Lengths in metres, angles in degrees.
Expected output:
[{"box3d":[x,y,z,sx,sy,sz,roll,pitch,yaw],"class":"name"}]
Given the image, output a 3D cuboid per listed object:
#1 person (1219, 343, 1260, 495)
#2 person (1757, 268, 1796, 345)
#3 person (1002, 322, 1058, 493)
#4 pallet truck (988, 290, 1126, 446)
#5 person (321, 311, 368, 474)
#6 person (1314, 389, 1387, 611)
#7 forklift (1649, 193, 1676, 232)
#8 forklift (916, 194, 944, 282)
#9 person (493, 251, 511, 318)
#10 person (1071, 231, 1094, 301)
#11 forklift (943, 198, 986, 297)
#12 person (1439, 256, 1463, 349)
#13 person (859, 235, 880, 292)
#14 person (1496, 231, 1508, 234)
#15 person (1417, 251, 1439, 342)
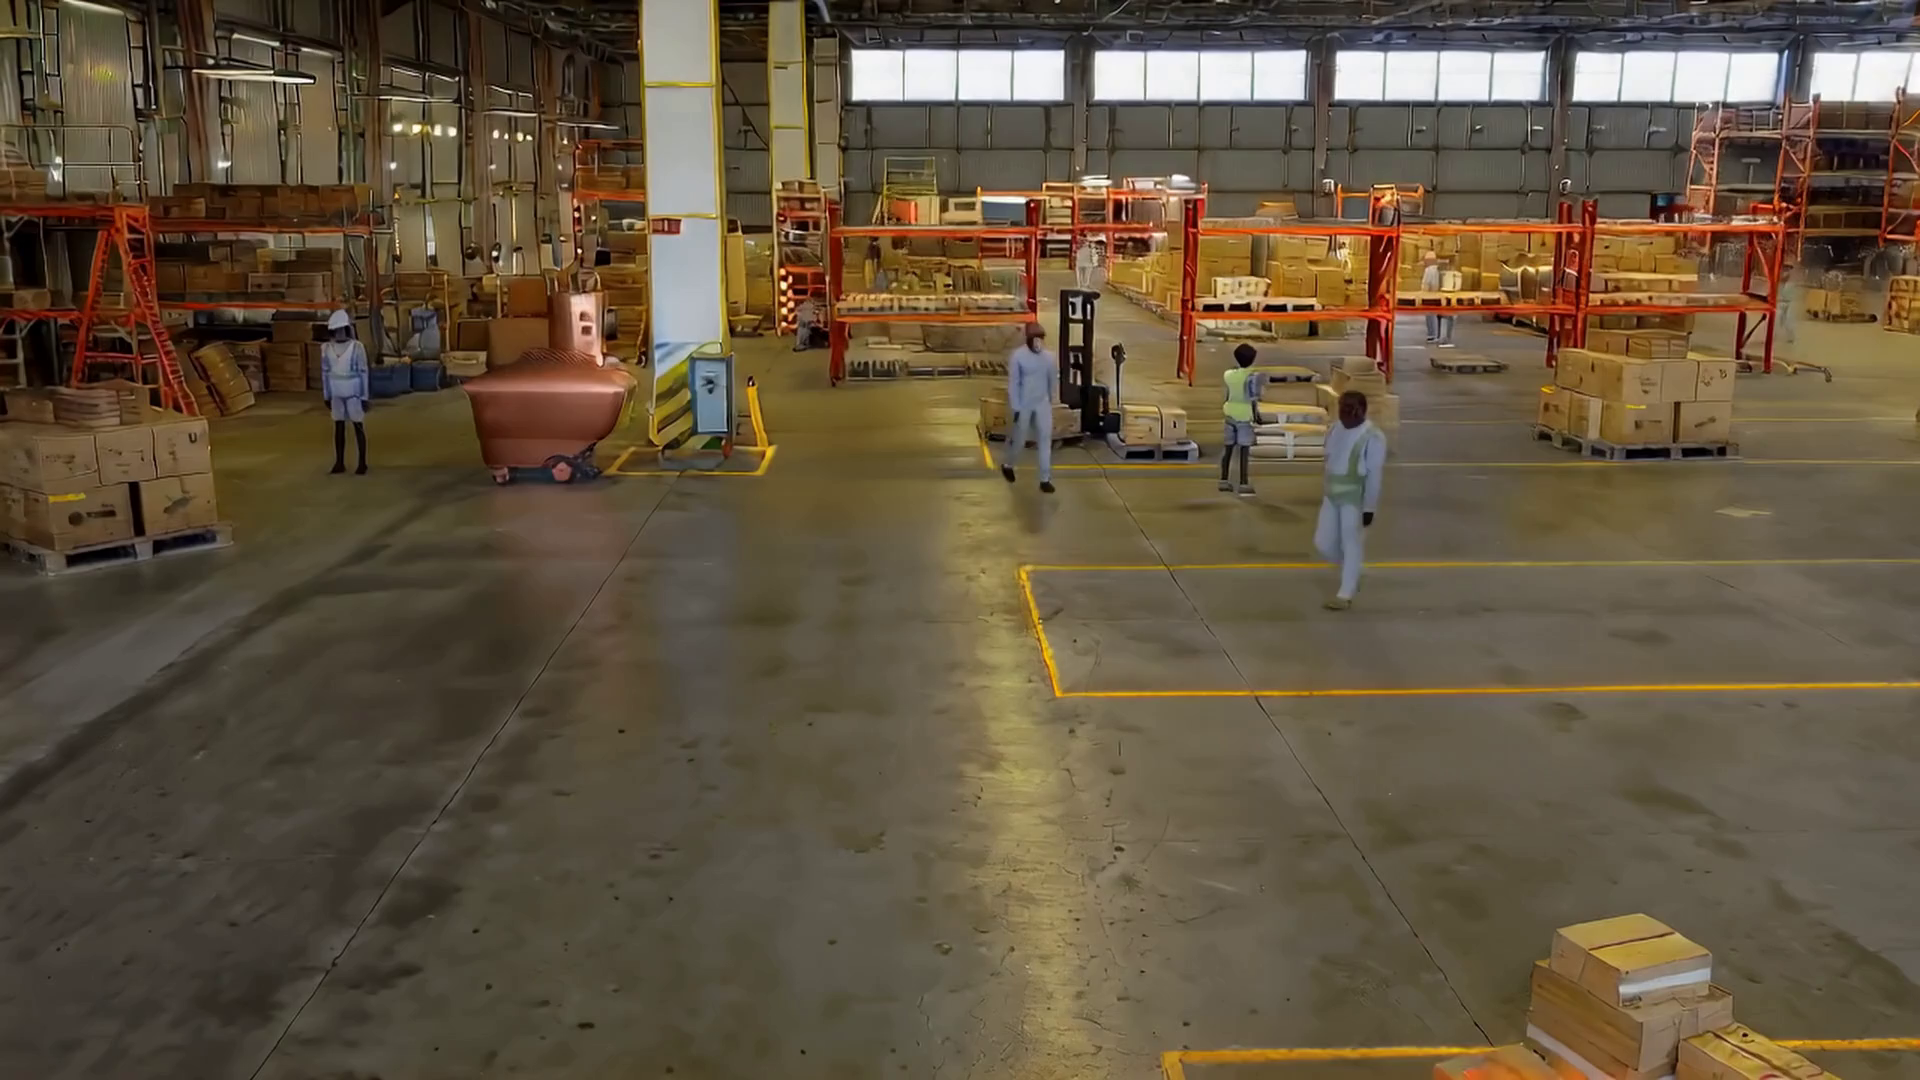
[{"box3d":[3.131,-1.353,18.550,0.321,1.689,0.532,-10,16,-37],"class":"person"},{"box3d":[17.015,-4.818,34.406,0.871,1.593,0.534,-4,13,-17],"class":"person"},{"box3d":[0.792,-1.527,18.849,0.629,1.912,0.942,-5,13,-21],"class":"person"},{"box3d":[1.257,-2.299,22.111,1.885,1.965,0.823,-9,15,-35],"class":"pallet truck"},{"box3d":[-7.308,-1.749,19.765,0.542,1.938,0.357,0,12,0],"class":"person"},{"box3d":[3.179,-0.324,13.572,0.445,1.829,0.651,-7,14,-28],"class":"person"},{"box3d":[23.917,-10.455,56.924,1.129,2.768,1.873,-7,14,-28],"class":"forklift"},{"box3d":[-1.064,-9.830,54.104,1.873,2.768,1.129,-7,14,-28],"class":"forklift"},{"box3d":[-11.274,-6.262,40.842,0.313,1.634,0.515,-10,16,-39],"class":"person"},{"box3d":[3.400,-7.609,46.235,0.627,1.934,0.370,2,13,10],"class":"person"},{"box3d":[0.117,-8.286,47.131,1.129,2.768,1.873,-1,13,-6],"class":"forklift"},{"box3d":[9.982,-4.814,33.755,0.349,1.877,0.577,-5,13,-21],"class":"person"},{"box3d":[-2.698,-8.320,49.474,0.634,1.913,0.672,0,12,0],"class":"person"},{"box3d":[18.727,-10.012,57.154,0.561,1.898,0.879,-8,15,-32],"class":"person"},{"box3d":[9.904,-5.138,35.124,0.400,1.919,0.582,7,15,31],"class":"person"}]
